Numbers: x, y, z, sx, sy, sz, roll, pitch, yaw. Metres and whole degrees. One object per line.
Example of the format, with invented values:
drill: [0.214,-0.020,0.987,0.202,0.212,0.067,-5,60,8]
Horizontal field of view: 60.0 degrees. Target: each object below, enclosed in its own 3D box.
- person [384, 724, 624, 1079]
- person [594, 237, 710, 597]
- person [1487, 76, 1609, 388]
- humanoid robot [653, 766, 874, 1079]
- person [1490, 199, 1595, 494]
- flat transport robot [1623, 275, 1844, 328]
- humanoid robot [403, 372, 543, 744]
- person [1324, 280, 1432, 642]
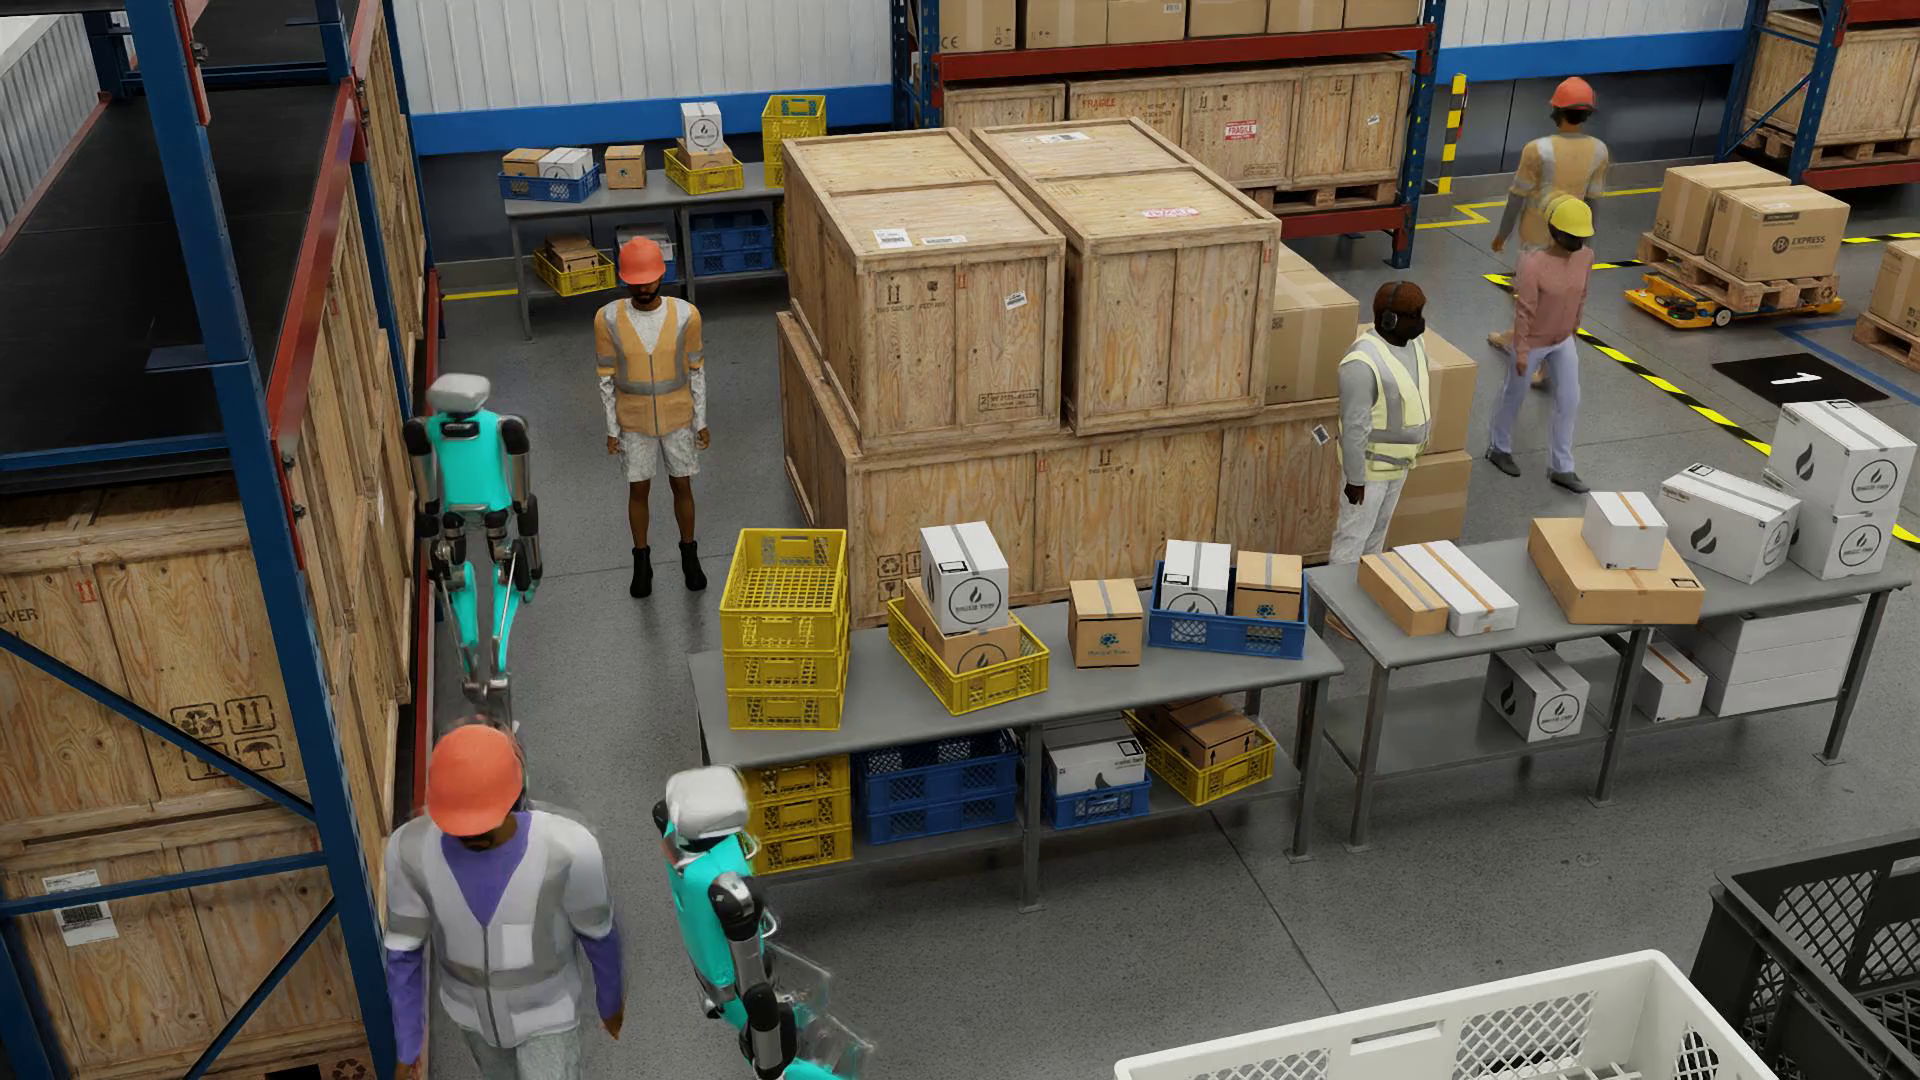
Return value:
person: [-1.312,1.391,4.806,0.613,1.993,0.959,3,29,5]
person: [-1.552,-0.615,8.504,0.542,1.939,0.357,-6,29,-11]
person: [3.921,-2.041,11.021,0.604,2.008,0.991,-9,30,-16]
humanoid robot: [-0.520,1.377,5.053,0.677,1.758,0.542,-16,33,-27]
person: [3.434,-1.098,9.575,0.555,1.733,0.773,-11,31,-19]
flat transport robot: [5.793,-1.853,12.451,1.431,0.197,0.652,-8,30,-14]
humanoid robot: [-2.106,0.232,7.204,0.530,1.806,0.776,0,29,0]
person: [2.072,-0.393,8.197,0.429,1.846,0.626,21,35,33]
